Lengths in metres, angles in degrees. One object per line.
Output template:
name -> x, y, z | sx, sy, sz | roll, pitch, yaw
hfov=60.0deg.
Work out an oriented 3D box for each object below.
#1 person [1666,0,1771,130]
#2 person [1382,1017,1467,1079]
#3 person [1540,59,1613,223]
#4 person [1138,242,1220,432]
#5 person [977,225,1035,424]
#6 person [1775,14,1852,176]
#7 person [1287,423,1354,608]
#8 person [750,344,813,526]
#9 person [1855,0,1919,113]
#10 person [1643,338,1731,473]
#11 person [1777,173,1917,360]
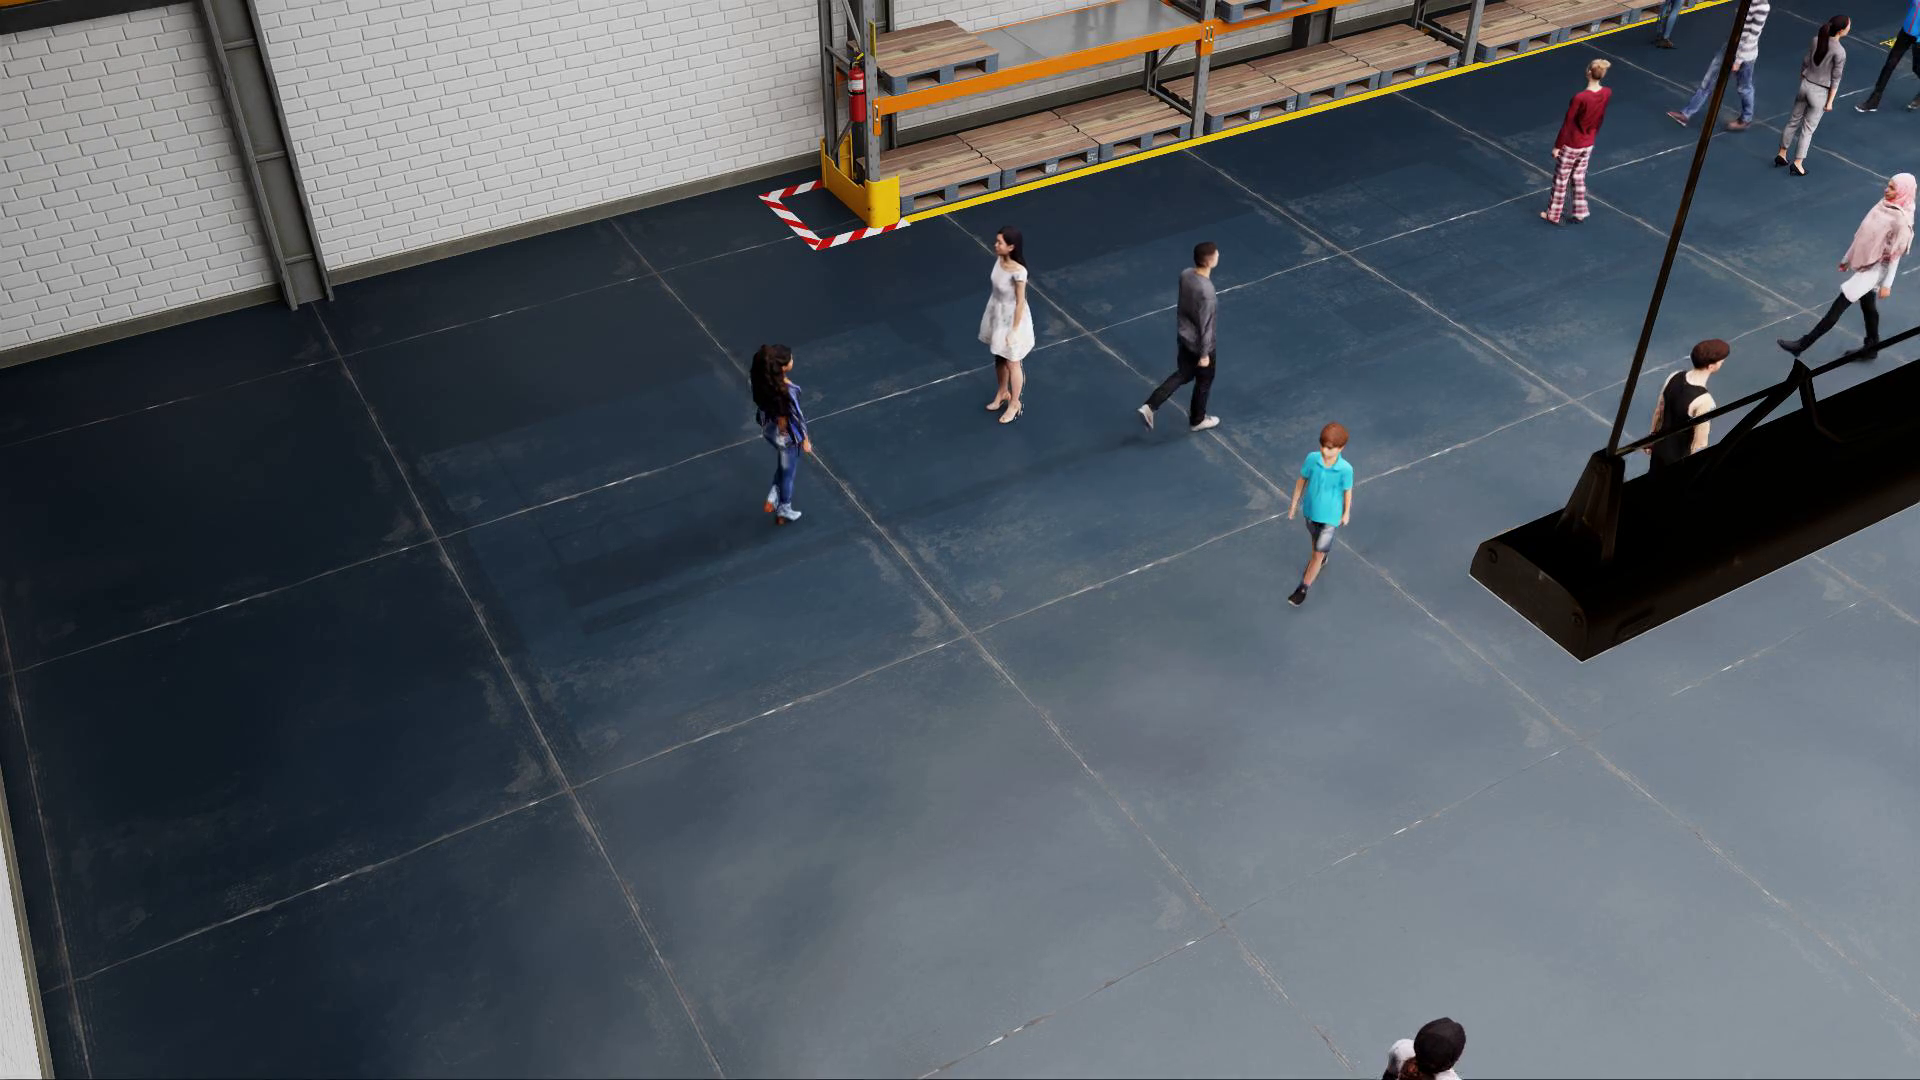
person -> 8.465, -5.222, 17.871 | 1.285, 1.792, 0.941 | -6, 39, -8
person -> 2.072, 2.862, 7.835 | 1.170, 1.683, 0.788 | -31, 48, -33
person -> 6.074, -3.893, 16.276 | 0.631, 1.704, 0.729 | -20, 43, -23
person -> 1.820, -1.576, 13.341 | 0.986, 1.746, 0.674 | -15, 41, -18
person -> 0.395, -1.758, 13.547 | 0.658, 1.774, 0.666 | -16, 41, -19
person -> 8.825, -4.611, 17.198 | 0.618, 1.677, 0.655 | -14, 41, -16
person -> 2.639, -0.255, 11.957 | 0.753, 1.410, 1.018 | 27, 46, 30
person -> -1.378, -0.750, 12.416 | 0.629, 1.610, 0.638 | -24, 45, -27
person -> 10.591, -5.525, 18.280 | 1.204, 1.754, 0.783 | -12, 40, -14
person -> 5.116, -0.618, 12.037 | 1.033, 1.877, 0.856 | -7, 39, -9
person -> 7.867, -2.277, 14.212 | 1.236, 1.756, 1.079 | 3, 39, 4
